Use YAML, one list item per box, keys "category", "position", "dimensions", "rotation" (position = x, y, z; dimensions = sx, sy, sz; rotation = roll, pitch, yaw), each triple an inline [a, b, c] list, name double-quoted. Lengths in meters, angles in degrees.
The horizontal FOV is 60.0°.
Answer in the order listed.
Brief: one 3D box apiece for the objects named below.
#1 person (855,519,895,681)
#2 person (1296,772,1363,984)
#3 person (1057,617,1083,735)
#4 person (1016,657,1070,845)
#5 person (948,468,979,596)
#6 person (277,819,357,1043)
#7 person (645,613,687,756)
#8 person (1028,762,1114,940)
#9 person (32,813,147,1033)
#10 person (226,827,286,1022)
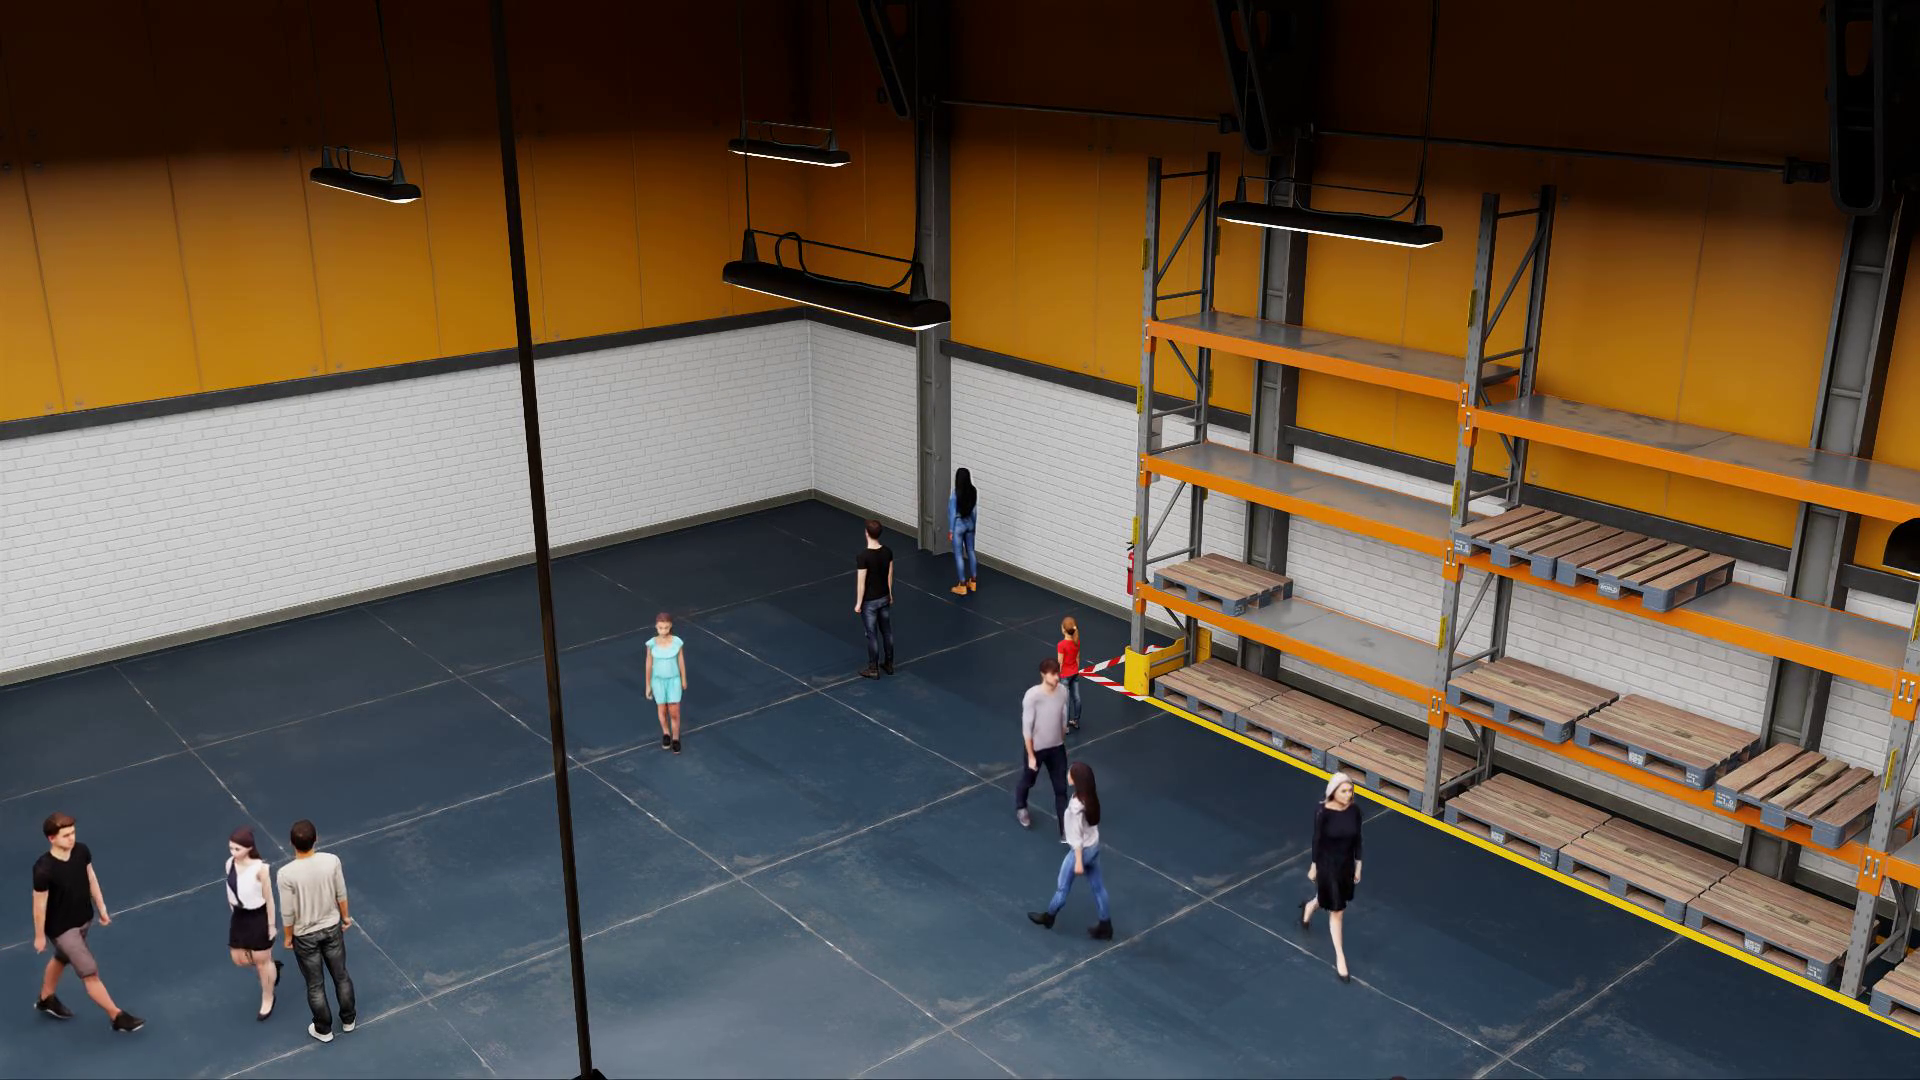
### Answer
- category: "person"
  position: [-0.974, 0.682, 19.271]
  dimensions: [0.657, 1.896, 0.549]
  rotation: [-14, 23, -36]
- category: "person"
  position: [3.033, 2.676, 13.638]
  dimensions: [0.883, 1.712, 1.195]
  rotation: [-6, 19, -17]
- category: "person"
  position: [1.177, 1.449, 17.911]
  dimensions: [0.472, 1.310, 0.482]
  rotation: [-14, 23, -36]
- category: "person"
  position: [0.738, 1.944, 15.694]
  dimensions: [0.896, 1.788, 1.261]
  rotation: [-8, 20, -22]
- category: "person"
  position: [0.048, -0.129, 21.970]
  dimensions: [0.605, 1.709, 0.531]
  rotation: [-14, 23, -36]
- category: "person"
  position: [-4.881, 2.959, 12.642]
  dimensions: [0.647, 1.811, 0.533]
  rotation: [-14, 23, -36]
- category: "person"
  position: [-3.098, 1.460, 17.517]
  dimensions: [0.742, 1.541, 0.815]
  rotation: [-1, 19, -3]
- category: "person"
  position: [1.117, 2.638, 13.932]
  dimensions: [1.074, 1.596, 0.891]
  rotation: [8, 20, 23]
- category: "person"
  position: [-6.902, 2.926, 12.743]
  dimensions: [1.329, 1.809, 1.177]
  rotation: [4, 19, 13]
- category: "person"
  position: [-5.446, 2.943, 12.960]
  dimensions: [0.759, 1.639, 0.809]
  rotation: [4, 19, 11]
